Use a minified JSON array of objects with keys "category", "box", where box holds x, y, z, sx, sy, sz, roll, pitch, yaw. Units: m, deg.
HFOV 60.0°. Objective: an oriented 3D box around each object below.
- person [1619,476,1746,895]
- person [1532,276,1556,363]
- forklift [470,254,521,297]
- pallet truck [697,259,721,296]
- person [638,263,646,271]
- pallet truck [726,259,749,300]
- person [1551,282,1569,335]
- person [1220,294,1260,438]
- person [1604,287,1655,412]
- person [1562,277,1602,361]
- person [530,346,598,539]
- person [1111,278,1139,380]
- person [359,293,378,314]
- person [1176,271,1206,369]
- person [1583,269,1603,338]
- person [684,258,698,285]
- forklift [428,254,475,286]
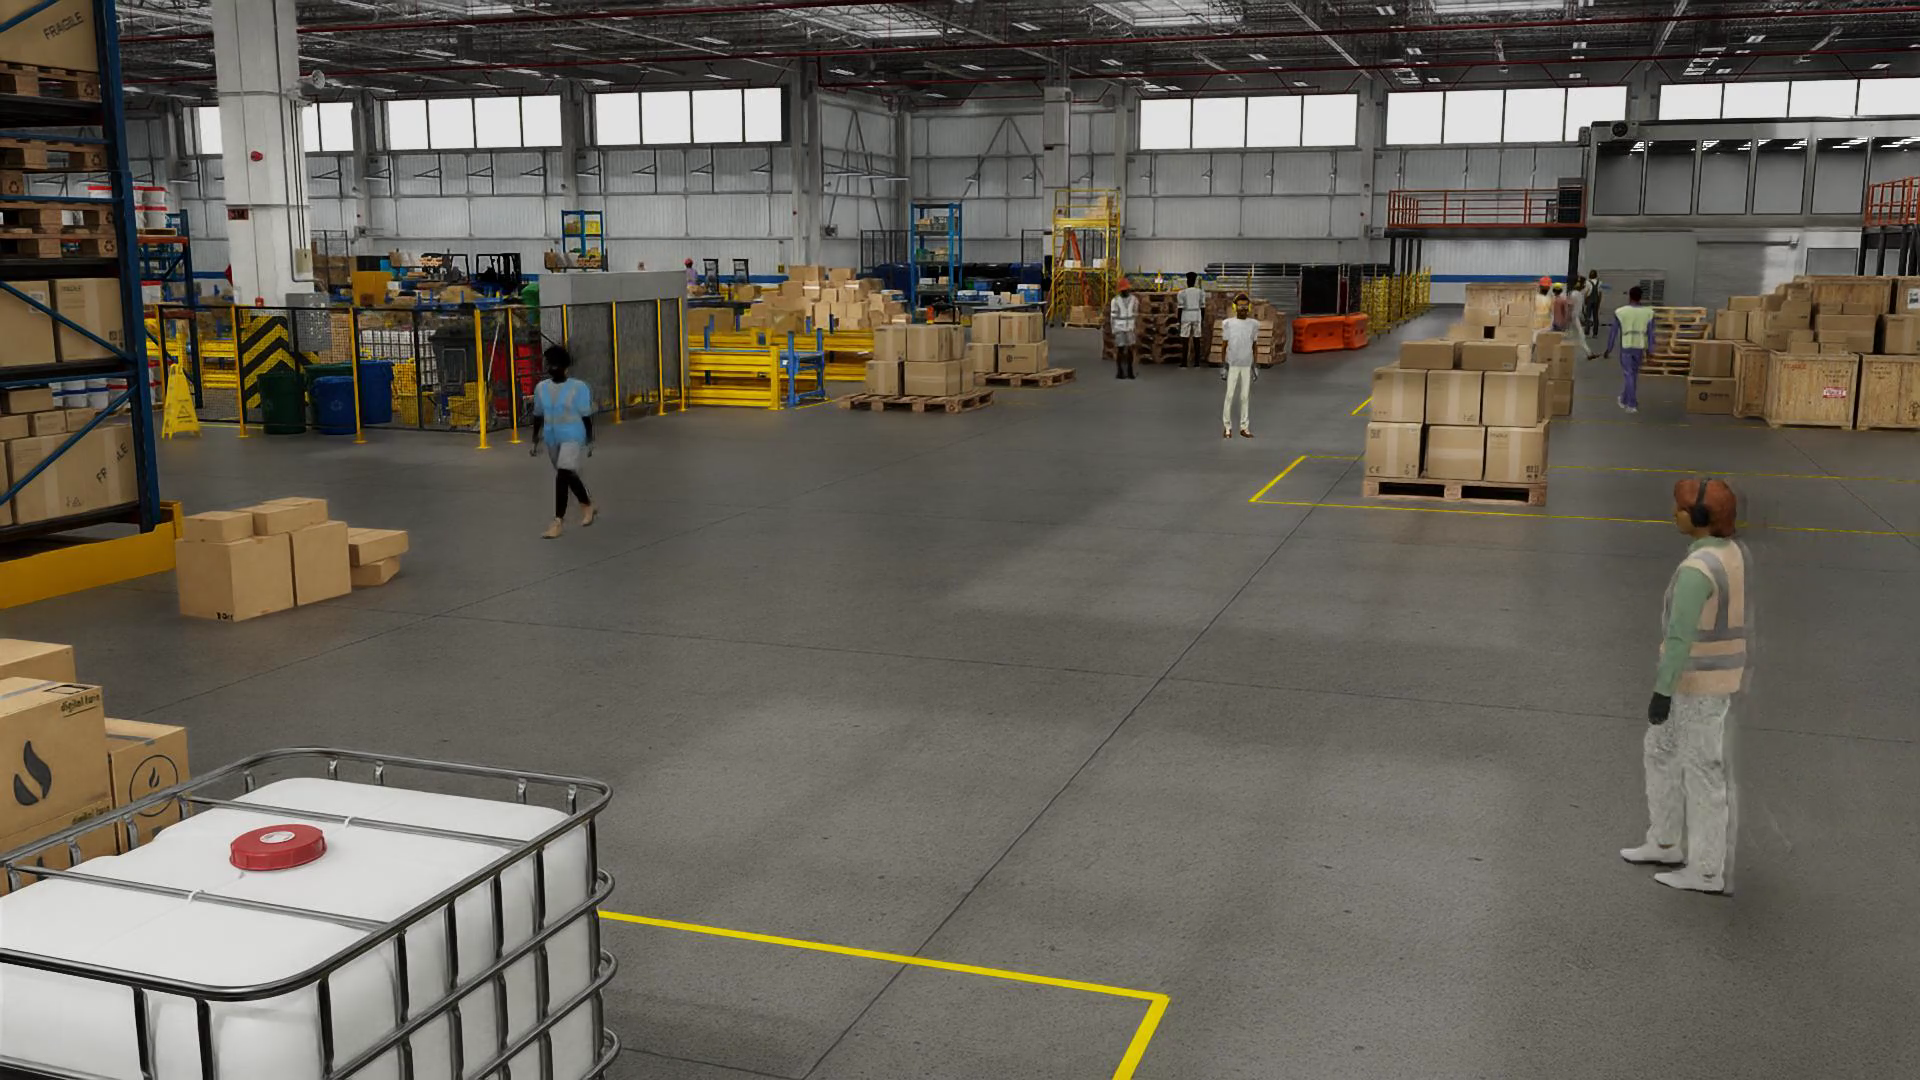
[{"category":"person","box":[2.769,0.555,6.461,0.560,1.619,0.540,7,12,35]},{"category":"person","box":[11.067,-4.036,31.559,0.552,1.902,0.875,-1,10,-4]},{"category":"forklift","box":[-17.990,-10.121,64.684,1.157,1.987,2.680,3,11,17]},{"category":"pallet truck","box":[-9.165,-9.627,62.776,0.823,1.965,1.885,4,11,23]},{"category":"person","box":[-11.322,-9.024,59.739,0.940,1.876,0.629,-2,10,-13]},{"category":"pallet truck","box":[-7.986,-9.493,62.019,0.823,1.965,1.885,3,11,17]},{"category":"person","box":[12.571,-4.591,35.161,0.521,1.734,0.860,4,11,20]},{"category":"person","box":[3.638,-2.255,21.602,0.524,1.876,0.325,-1,10,-8]},{"category":"person","box":[10.126,-2.886,25.169,0.616,1.862,1.005,0,10,0]},{"category":"person","box":[13.358,-4.765,35.913,1.016,1.814,0.513,6,12,30]},{"category":"person","box":[-3.425,-0.877,14.496,0.532,1.652,0.895,4,11,22]},{"category":"person","box":[3.058,-3.909,30.866,0.560,1.882,0.830,-1,10,-8]},{"category":"person","box":[-10.832,-3.748,30.729,0.656,1.615,0.499,3,11,18]},{"category":"person","box":[4.667,-4.443,33.666,0.607,1.966,0.367,-2,10,-13]},{"category":"person","box":[16.943,-6.325,44.608,0.504,1.847,0.345,-1,10,-5]},{"category":"person","box":[-9.367,-8.727,57.614,0.410,2.034,0.607,8,13,37]},{"category":"forklift","box":[-20.133,-10.254,65.465,1.157,1.987,2.680,3,11,19]}]
